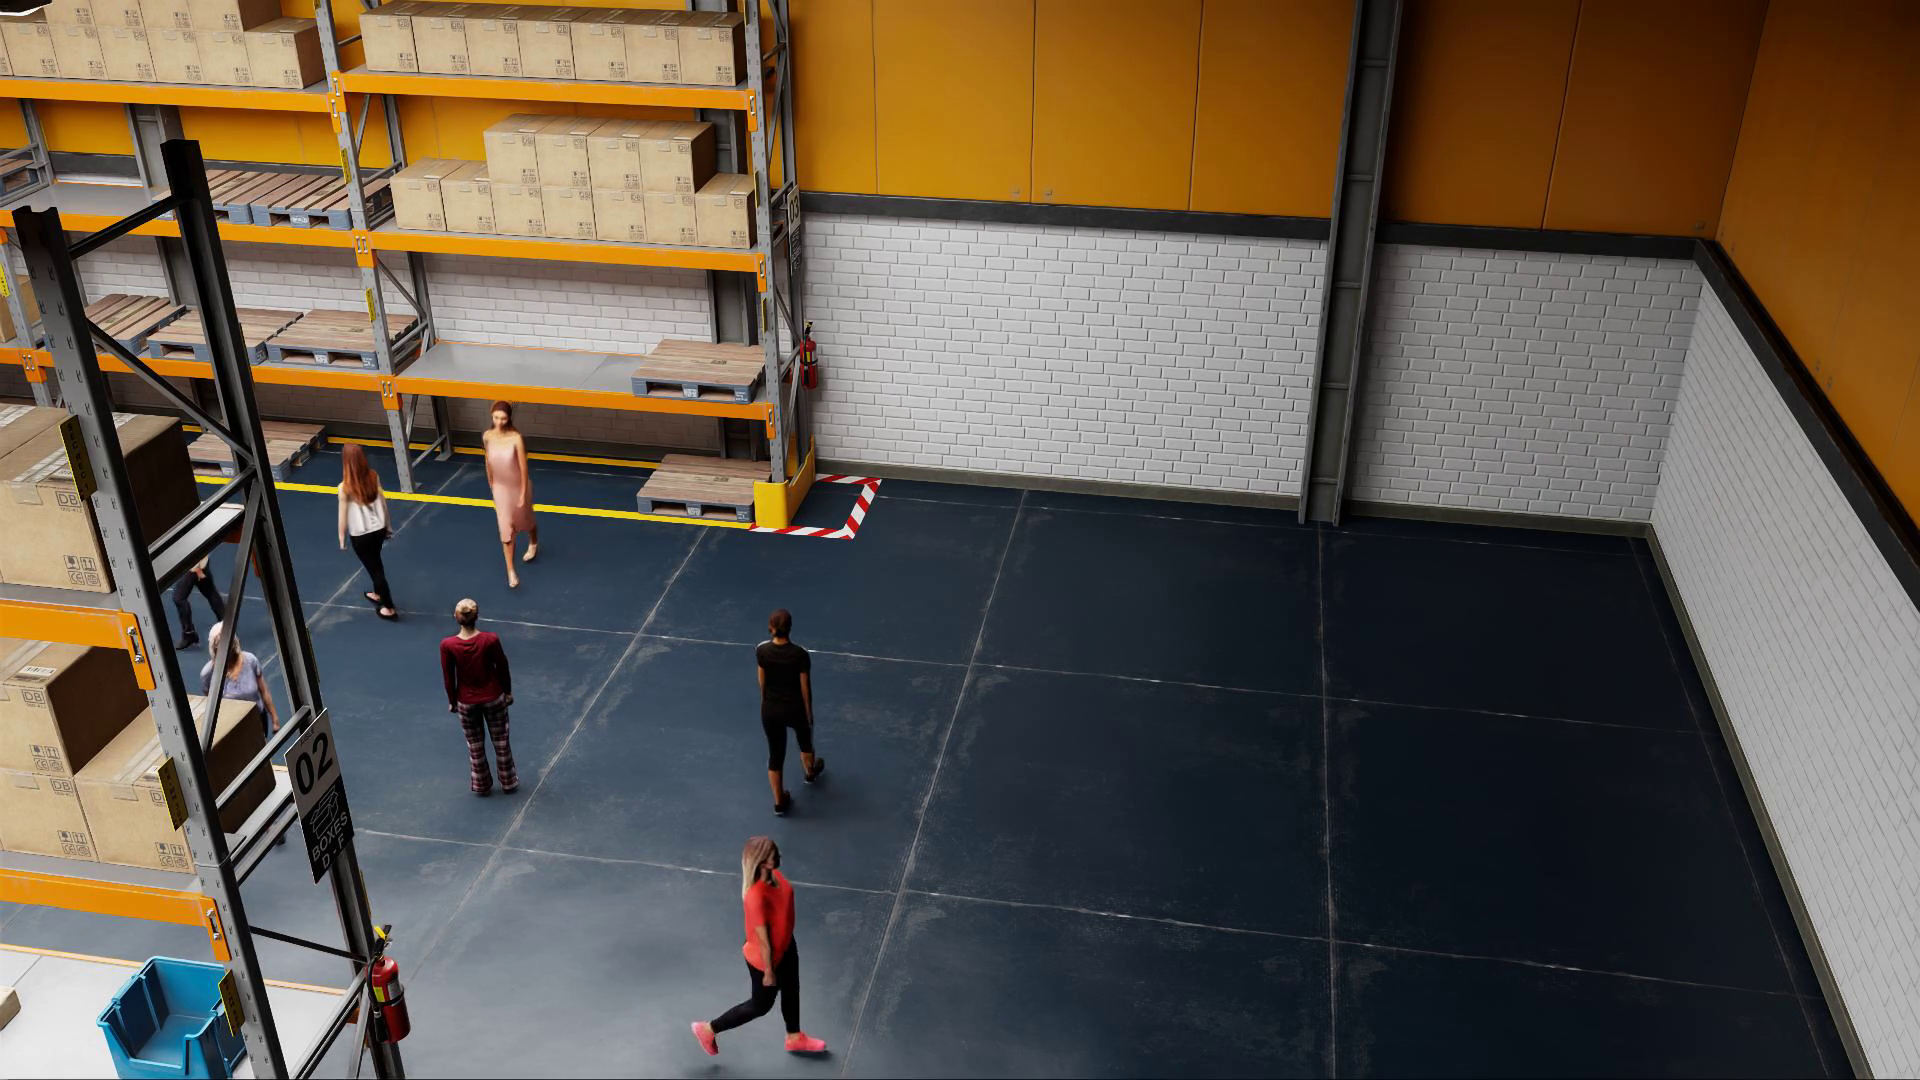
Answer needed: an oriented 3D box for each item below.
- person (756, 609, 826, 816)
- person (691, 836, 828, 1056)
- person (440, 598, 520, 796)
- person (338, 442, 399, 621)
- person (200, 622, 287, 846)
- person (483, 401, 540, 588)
[{"bbox_3d":[-1.308,1.298,12.241,0.833,1.642,0.686,7,29,12],"label":"person"},{"bbox_3d":[-1.246,2.486,10.025,1.051,1.678,0.664,2,29,3],"label":"person"},{"bbox_3d":[-3.588,1.161,12.432,0.600,1.699,0.750,-8,30,-14],"label":"person"},{"bbox_3d":[-5.145,-0.044,14.631,0.887,1.709,0.776,17,33,29],"label":"person"},{"bbox_3d":[-5.246,1.329,12.137,1.028,1.686,1.153,-22,36,-35],"label":"person"},{"bbox_3d":[-4.119,-0.491,15.379,1.013,1.777,0.707,6,29,11],"label":"person"}]
